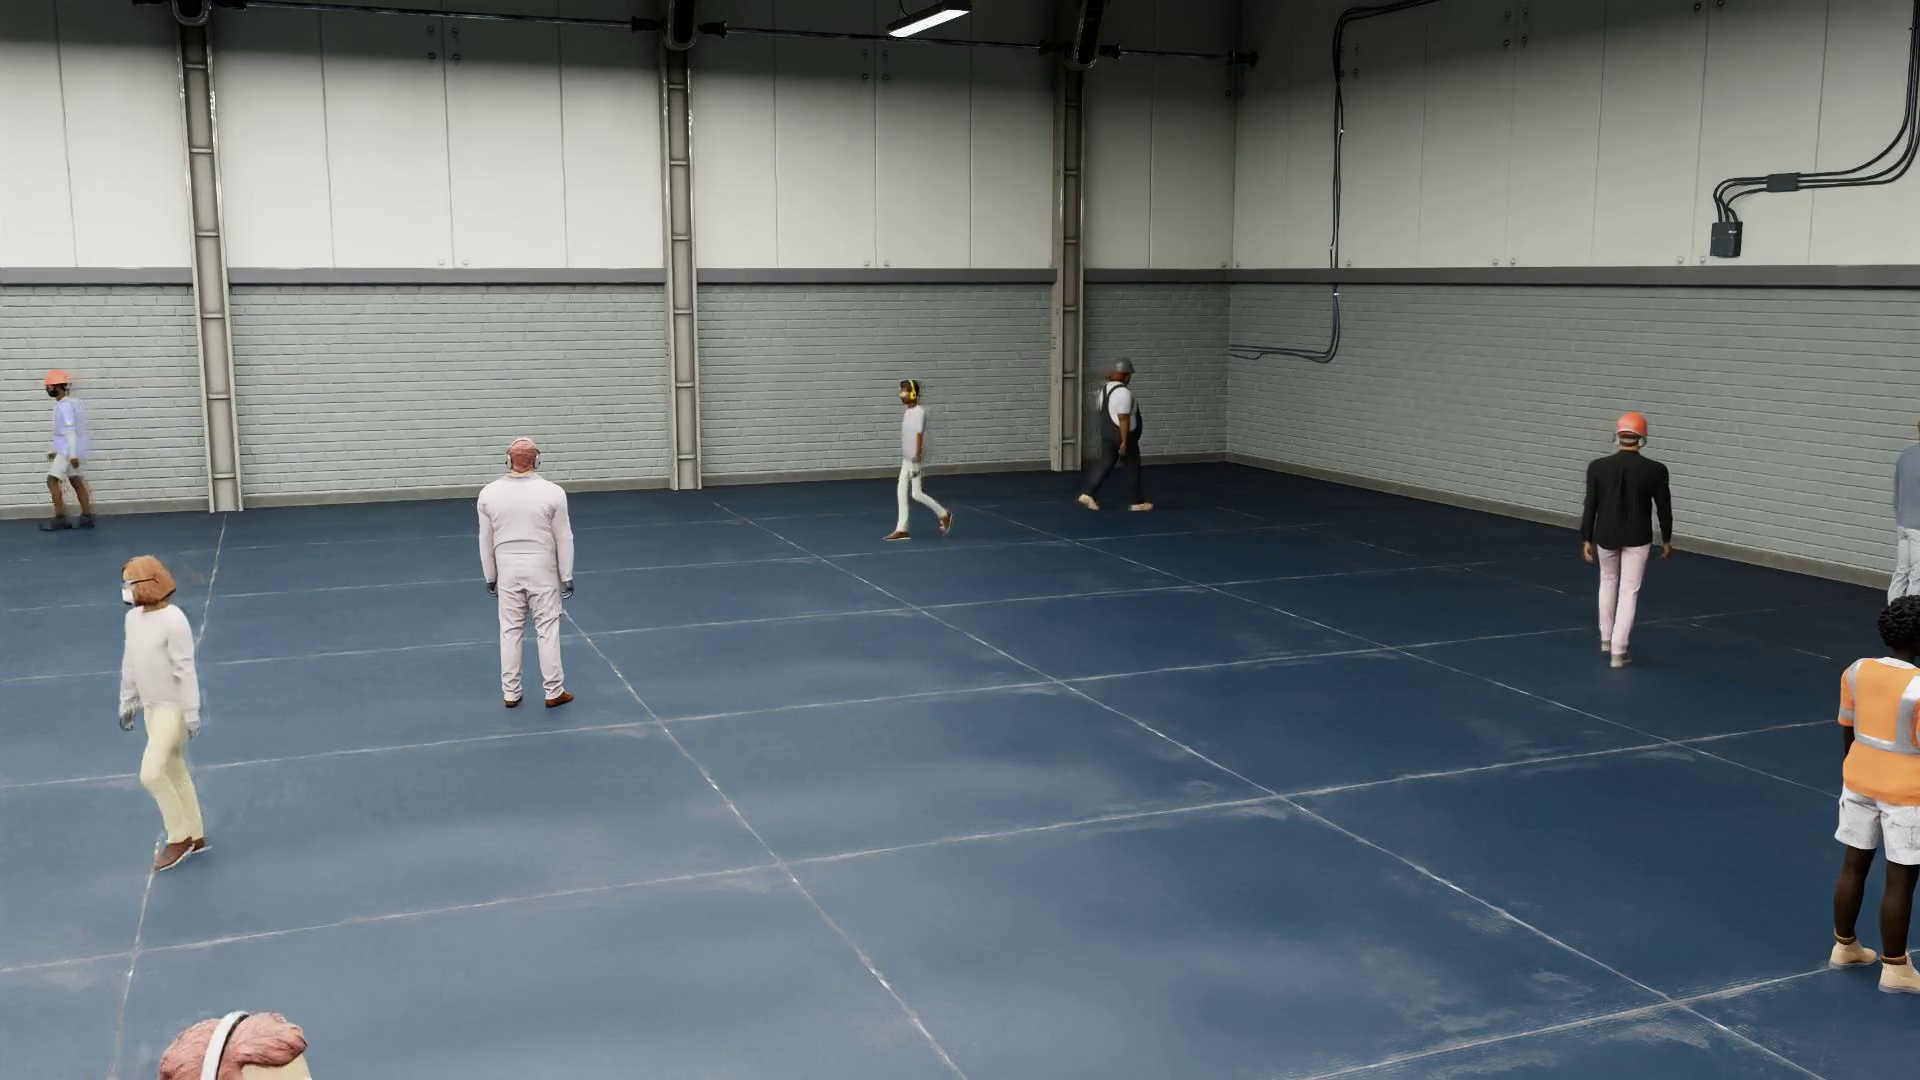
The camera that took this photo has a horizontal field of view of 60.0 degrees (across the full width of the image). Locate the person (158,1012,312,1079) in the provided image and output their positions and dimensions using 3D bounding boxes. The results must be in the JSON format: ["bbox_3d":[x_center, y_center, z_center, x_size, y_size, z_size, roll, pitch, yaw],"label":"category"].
[{"bbox_3d":[-1.141,1.673,2.689,0.543,1.889,0.644,1,9,6],"label":"person"}]

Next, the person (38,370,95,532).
[{"bbox_3d":[-10.716,-1.057,19.743,0.724,1.908,0.552,-4,10,-22],"label":"person"}]

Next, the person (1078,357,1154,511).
[{"bbox_3d":[1.987,-1.371,21.326,0.972,2.000,0.689,-4,10,-25],"label":"person"}]

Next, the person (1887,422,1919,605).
[{"bbox_3d":[7.796,-0.071,13.482,0.357,1.937,0.638,0,9,3],"label":"person"}]

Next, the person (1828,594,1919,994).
[{"bbox_3d":[3.971,1.069,7.083,0.318,1.696,0.537,-3,9,-17],"label":"person"}]

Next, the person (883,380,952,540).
[{"bbox_3d":[-0.490,-0.915,19.055,0.748,1.850,0.525,-5,10,-27],"label":"person"}]

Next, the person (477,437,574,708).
[{"bbox_3d":[-3.019,0.231,11.669,0.651,1.913,0.410,0,9,2],"label":"person"}]

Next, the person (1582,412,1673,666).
[{"bbox_3d":[5.286,-0.023,13.109,0.628,1.966,0.839,7,11,36],"label":"person"}]

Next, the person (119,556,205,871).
[{"bbox_3d":[-4.109,0.882,8.504,0.524,1.614,0.491,7,11,37],"label":"person"}]
